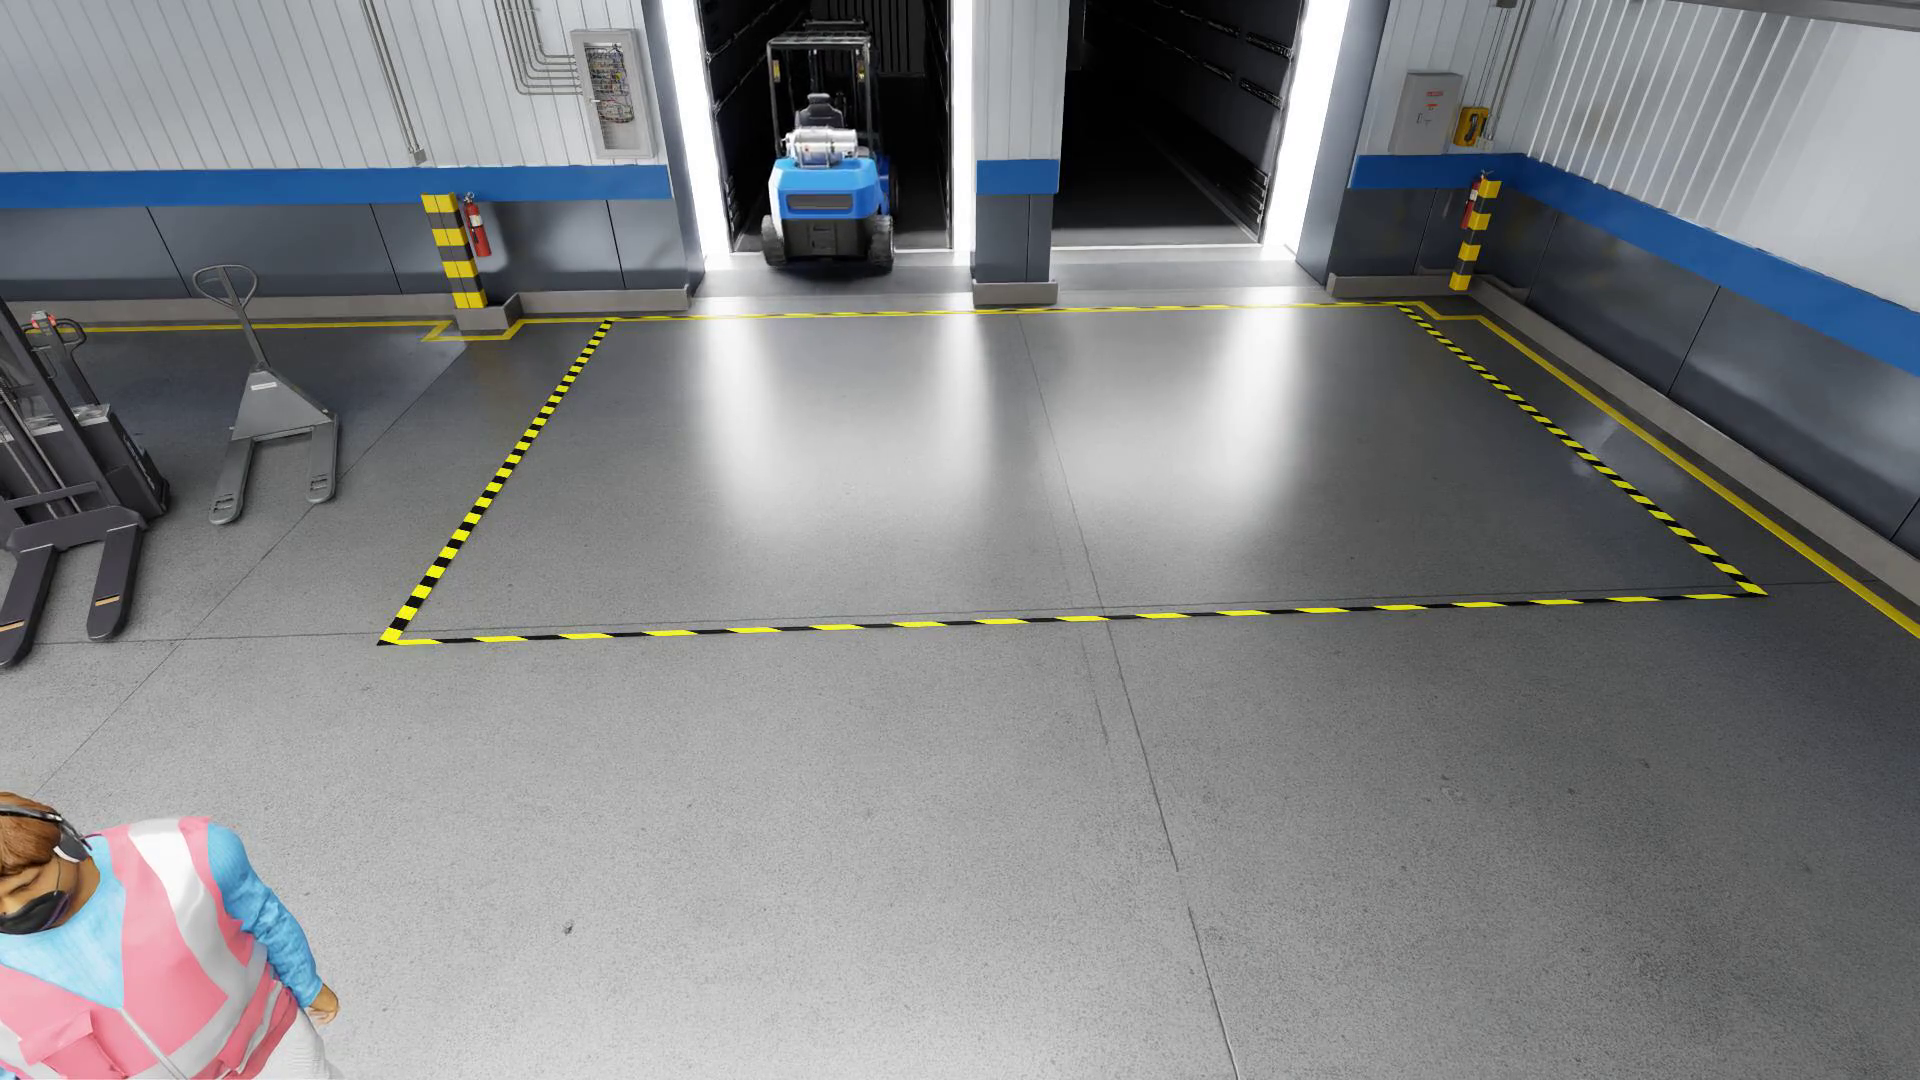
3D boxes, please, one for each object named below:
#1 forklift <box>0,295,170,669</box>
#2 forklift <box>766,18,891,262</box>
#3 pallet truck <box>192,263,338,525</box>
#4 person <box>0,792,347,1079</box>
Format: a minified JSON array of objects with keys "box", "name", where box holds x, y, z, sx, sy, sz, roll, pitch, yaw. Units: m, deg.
[{"box":[-5.212,-0.618,4.878,0.823,1.965,1.885,-20,39,-26],"name":"forklift"},{"box":[-1.411,-4.454,10.060,1.157,2.036,2.680,0,35,0],"name":"forklift"},{"box":[-4.778,-1.027,6.128,0.680,1.201,1.601,-17,38,-23],"name":"pallet truck"},{"box":[-1.906,1.286,2.278,0.429,1.843,0.624,26,43,33],"name":"person"}]
